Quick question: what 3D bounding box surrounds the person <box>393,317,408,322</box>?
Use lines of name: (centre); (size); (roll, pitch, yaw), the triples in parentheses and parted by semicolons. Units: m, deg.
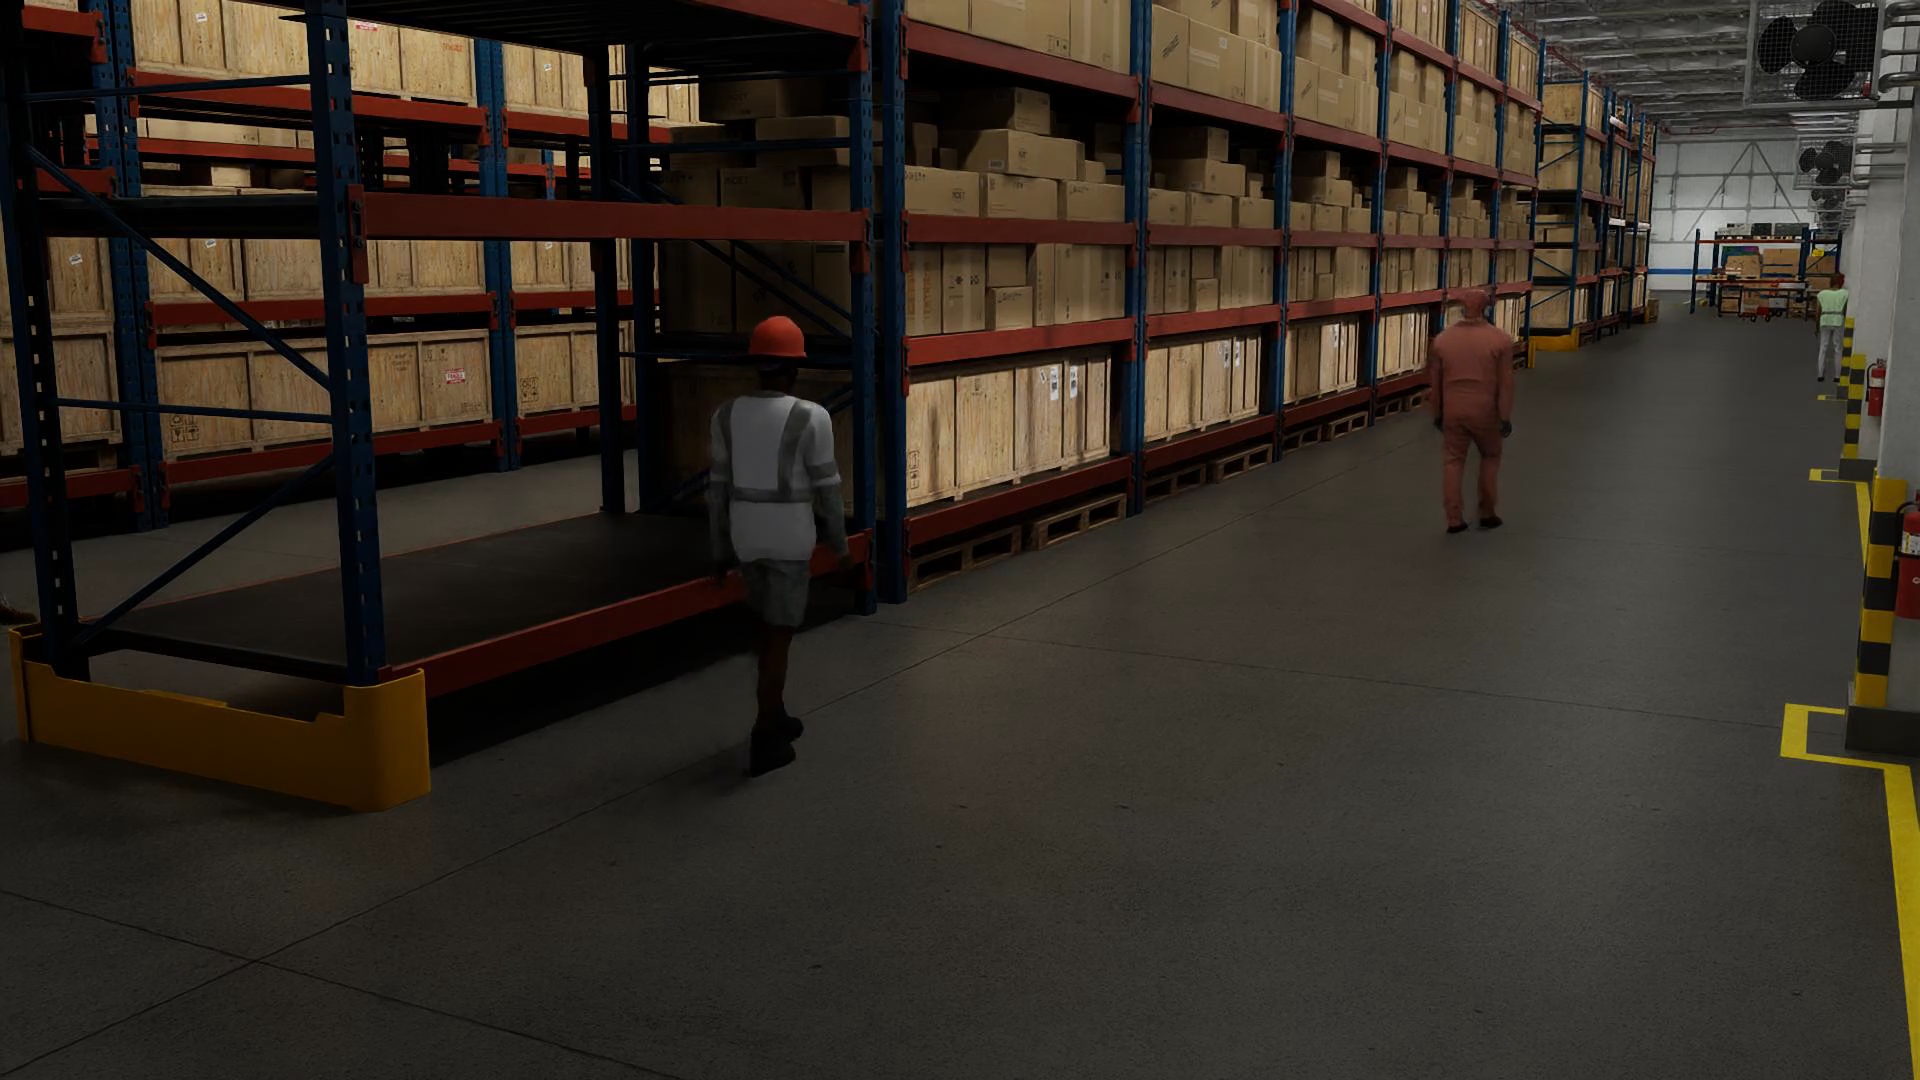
person: (-6.834, -2.210, 20.436); (0.302, 1.741, 0.484); (-3, 10, -16)

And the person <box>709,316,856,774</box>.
person: (-0.741, 0.006, 7.129); (0.556, 1.909, 0.753); (5, 11, 27)

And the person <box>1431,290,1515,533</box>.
person: (4.054, -1.011, 13.066); (0.681, 1.880, 0.757); (7, 12, 34)

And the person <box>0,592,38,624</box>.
person: (-5.948, -0.396, 9.496); (0.967, 1.911, 0.635); (-3, 10, -19)

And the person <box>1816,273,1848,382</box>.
person: (14.745, -3.582, 28.100); (0.563, 1.837, 0.388); (9, 13, 42)
